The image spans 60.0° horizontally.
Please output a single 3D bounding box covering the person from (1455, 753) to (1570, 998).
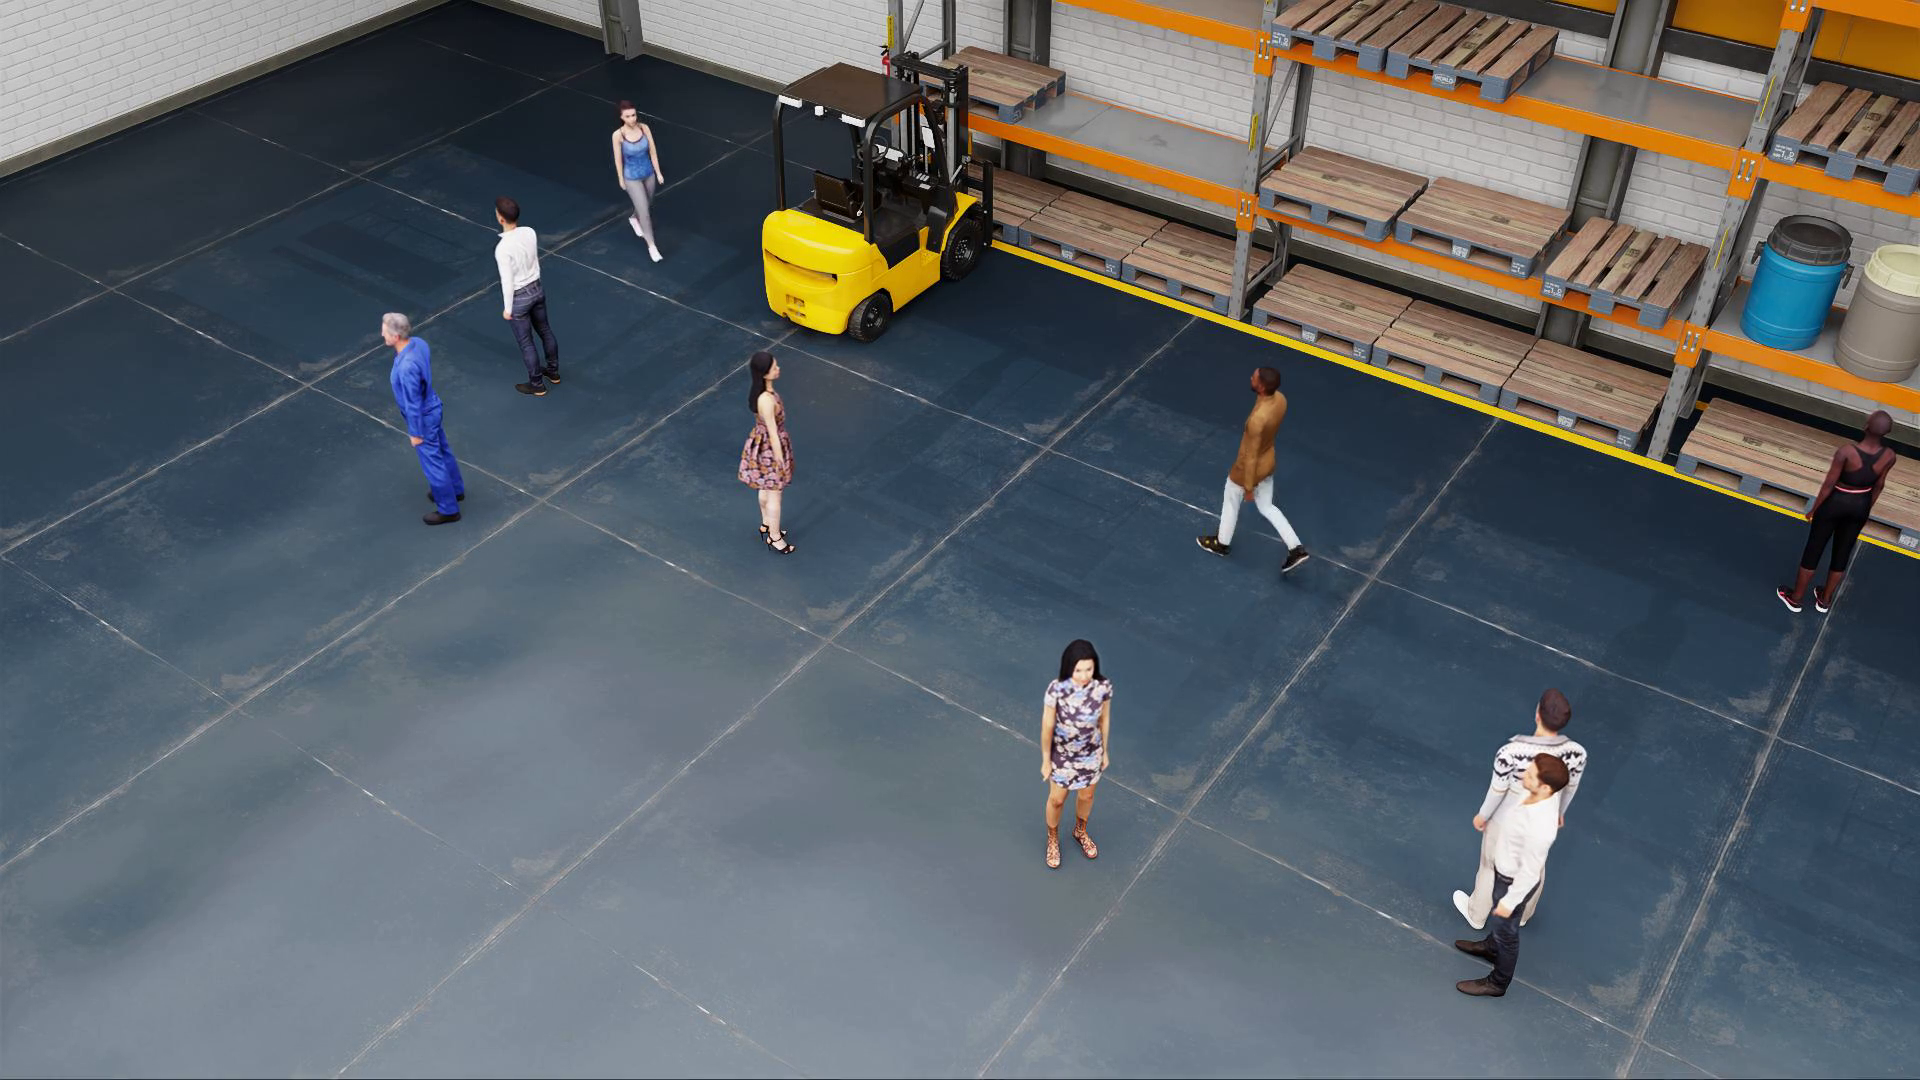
[{"bbox_3d":[3.150,1.885,9.404,0.666,1.871,0.724,10,40,12],"label":"person"}]

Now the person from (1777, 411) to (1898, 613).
[{"bbox_3d":[6.430,-0.204,12.111,0.617,1.758,0.722,3,39,4],"label":"person"}]

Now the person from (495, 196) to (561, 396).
[{"bbox_3d":[-3.768,-2.116,14.416,0.593,1.869,0.627,21,43,24],"label":"person"}]

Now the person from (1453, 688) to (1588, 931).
[{"bbox_3d":[3.311,1.608,9.758,0.734,1.862,0.824,-2,39,-3],"label":"person"}]

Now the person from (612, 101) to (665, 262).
[{"bbox_3d":[-3.210,-3.629,16.542,0.797,1.581,1.103,-24,45,-27],"label":"person"}]

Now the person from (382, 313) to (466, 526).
[{"bbox_3d":[-4.186,-0.967,13.013,0.819,1.825,0.776,-4,39,-6],"label":"person"}]

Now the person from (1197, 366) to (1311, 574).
[{"bbox_3d":[2.295,-0.503,12.461,1.166,1.788,0.687,26,45,29],"label":"person"}]

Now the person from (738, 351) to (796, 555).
[{"bbox_3d":[-1.438,-0.672,12.685,0.863,1.774,0.790,-12,40,-14],"label":"person"}]

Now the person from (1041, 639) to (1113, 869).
[{"bbox_3d":[0.710,1.304,10.243,0.669,1.734,0.710,-10,40,-12],"label":"person"}]
